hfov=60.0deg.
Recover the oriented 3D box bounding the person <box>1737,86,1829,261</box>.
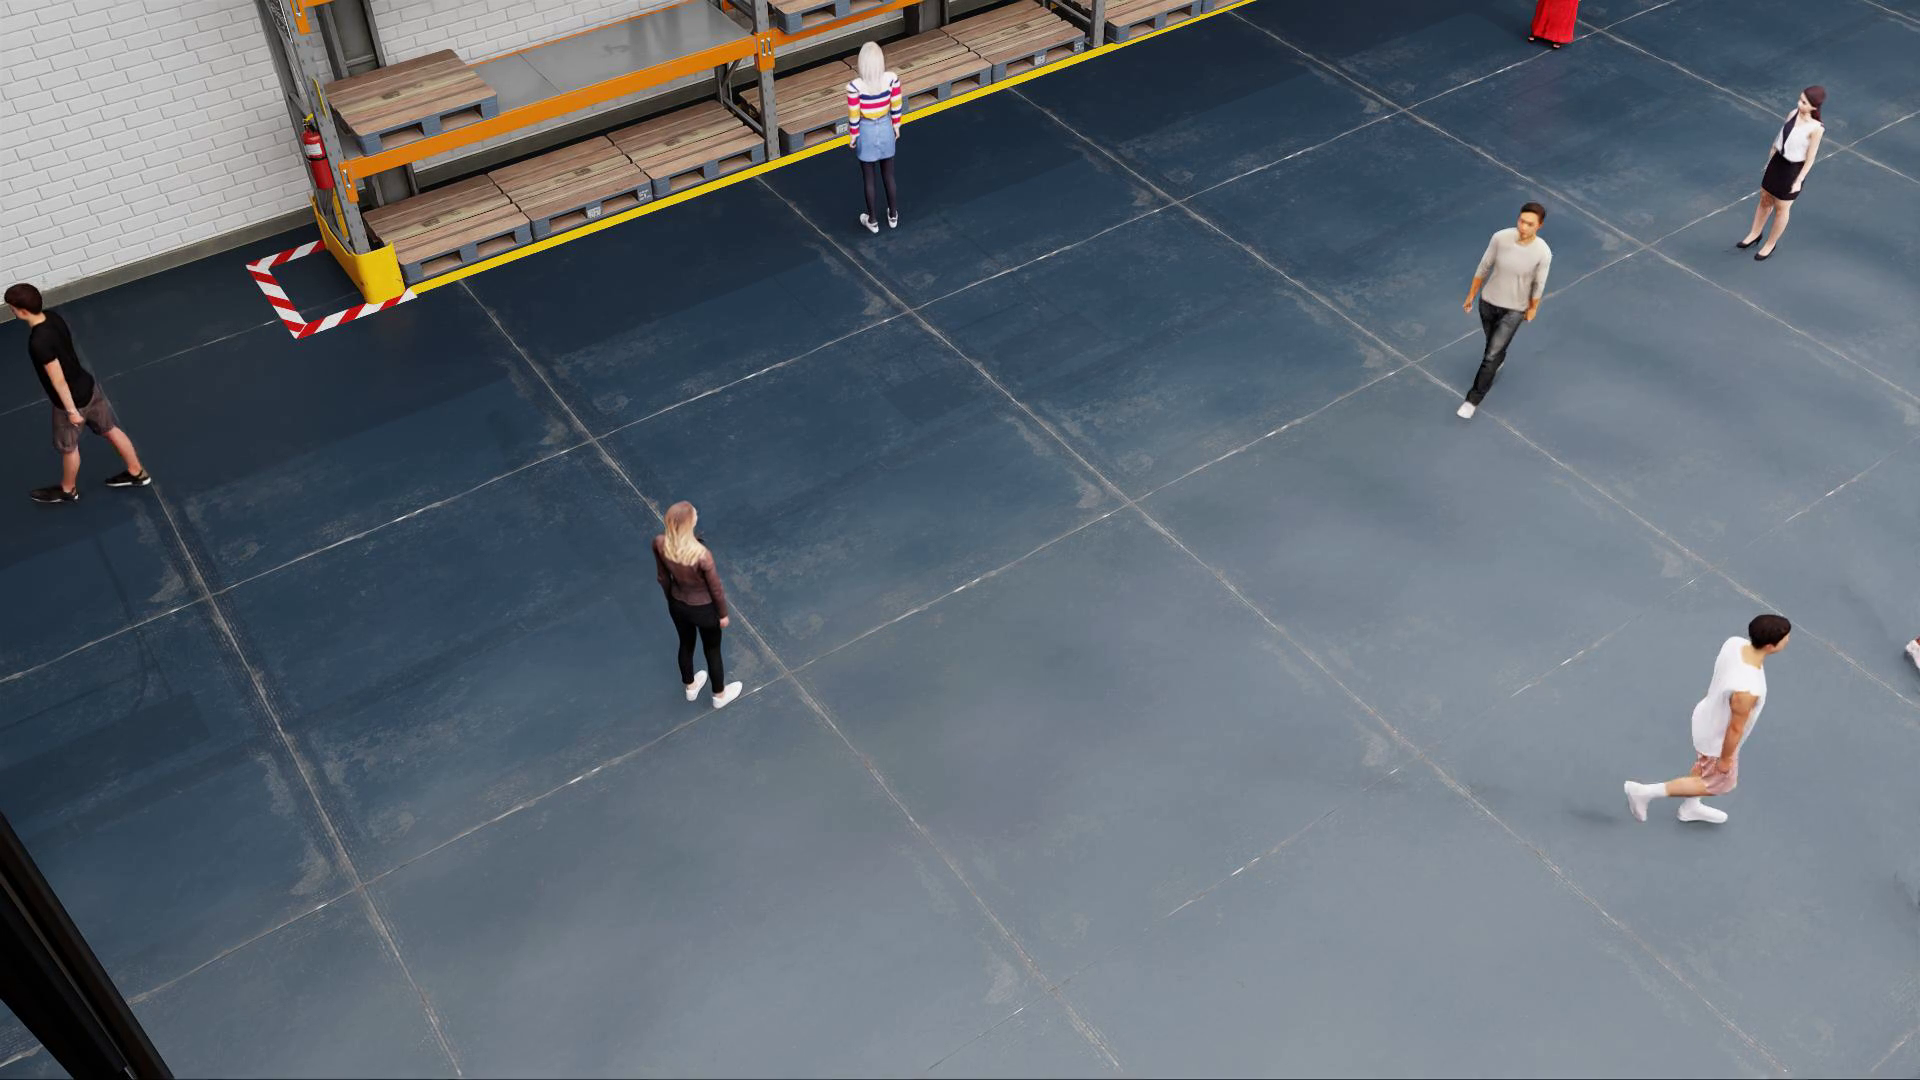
[{"bbox_3d":[7.146,-3.175,14.379,0.580,1.648,0.605,-16,46,-16],"label":"person"}]

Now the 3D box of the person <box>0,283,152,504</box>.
[{"bbox_3d":[-6.327,-1.066,12.029,1.152,1.836,0.963,-9,44,-9],"label":"person"}]

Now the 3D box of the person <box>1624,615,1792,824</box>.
[{"bbox_3d":[4.409,1.101,9.800,1.015,1.774,0.971,9,44,10],"label":"person"}]

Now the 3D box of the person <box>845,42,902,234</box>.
[{"bbox_3d":[-0.744,-3.554,14.661,0.565,1.808,0.766,-14,45,-14],"label":"person"}]

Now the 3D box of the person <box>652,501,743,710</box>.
[{"bbox_3d":[-1.691,0.423,10.562,0.676,1.704,0.672,18,47,18],"label":"person"}]

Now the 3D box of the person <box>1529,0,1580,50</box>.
[{"bbox_3d":[6.316,-5.986,17.231,0.679,1.784,0.668,30,51,28],"label":"person"}]

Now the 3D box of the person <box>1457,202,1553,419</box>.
[{"bbox_3d":[4.258,-1.879,12.934,0.845,1.764,1.209,30,51,28],"label":"person"}]
